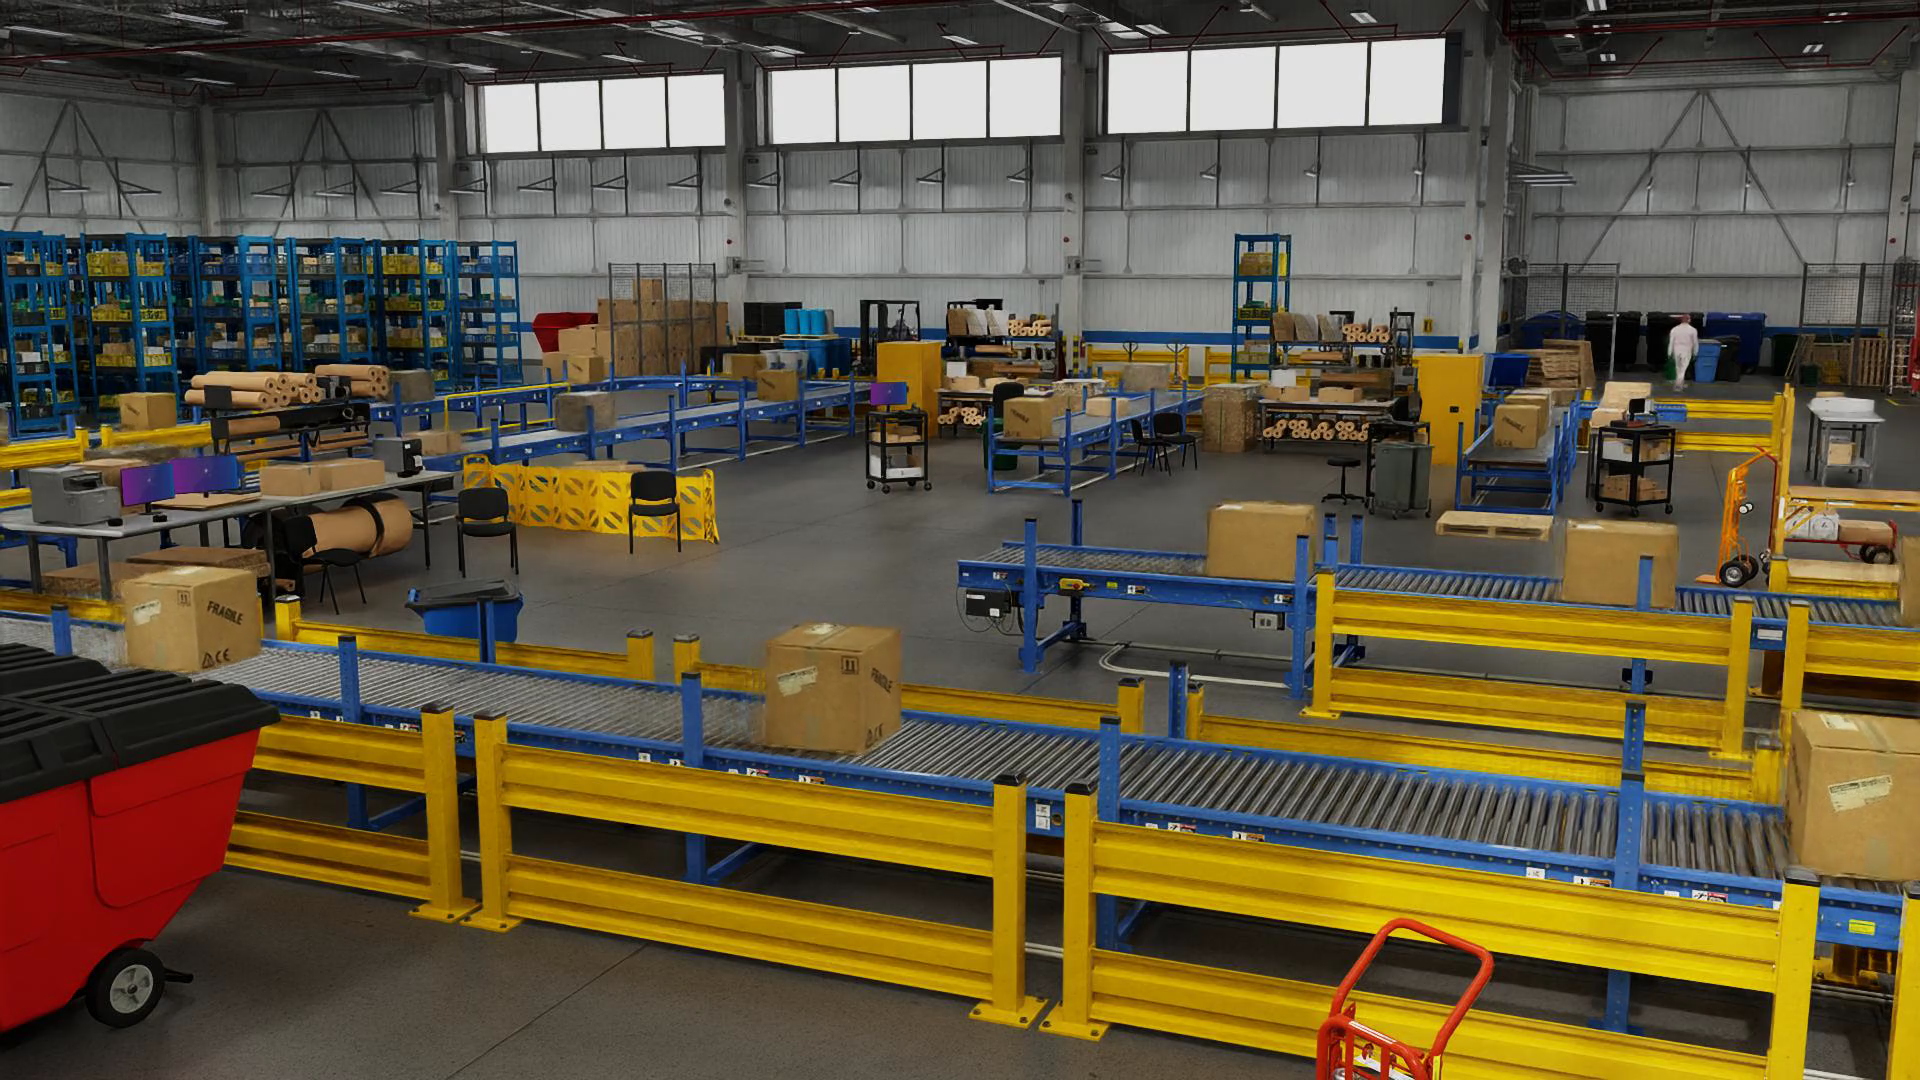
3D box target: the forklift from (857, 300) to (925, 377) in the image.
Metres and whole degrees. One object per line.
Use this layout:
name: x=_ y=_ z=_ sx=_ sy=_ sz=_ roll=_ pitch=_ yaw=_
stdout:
forklift: x=-1.732 y=-5.109 z=42.468 sx=1.157 sy=1.987 sz=2.680 roll=4 pitch=10 yaw=22

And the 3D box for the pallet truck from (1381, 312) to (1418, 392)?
pallet truck: x=10.207 y=-4.283 z=38.369 sx=0.823 sy=1.965 sz=1.885 roll=3 pitch=10 yaw=20

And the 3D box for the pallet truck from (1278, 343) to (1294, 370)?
pallet truck: x=7.886 y=-4.163 z=39.743 sx=0.653 sy=1.274 sz=1.630 roll=4 pitch=10 yaw=22

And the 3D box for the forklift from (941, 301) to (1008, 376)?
forklift: x=0.365 y=-4.966 z=41.571 sx=1.157 sy=1.987 sz=2.680 roll=3 pitch=10 yaw=20

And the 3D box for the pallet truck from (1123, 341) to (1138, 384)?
pallet truck: x=4.445 y=-4.380 z=41.279 sx=0.680 sy=1.201 sz=1.601 roll=4 pitch=10 yaw=22

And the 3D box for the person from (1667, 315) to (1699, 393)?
person: x=17.395 y=-4.471 z=39.948 sx=0.976 sy=1.847 sz=0.636 roll=-8 pitch=12 yaw=-39

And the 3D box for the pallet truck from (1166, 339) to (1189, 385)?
pallet truck: x=5.418 y=-4.269 z=40.420 sx=0.704 sy=1.261 sz=1.522 roll=3 pitch=10 yaw=20

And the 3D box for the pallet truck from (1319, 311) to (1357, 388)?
pallet truck: x=9.071 y=-4.419 z=39.190 sx=0.823 sy=1.965 sz=1.885 roll=5 pitch=10 yaw=26

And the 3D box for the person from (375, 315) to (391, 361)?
person: x=-15.889 y=-5.400 z=45.676 sx=0.581 sy=1.818 sz=0.789 roll=2 pitch=10 yaw=14
